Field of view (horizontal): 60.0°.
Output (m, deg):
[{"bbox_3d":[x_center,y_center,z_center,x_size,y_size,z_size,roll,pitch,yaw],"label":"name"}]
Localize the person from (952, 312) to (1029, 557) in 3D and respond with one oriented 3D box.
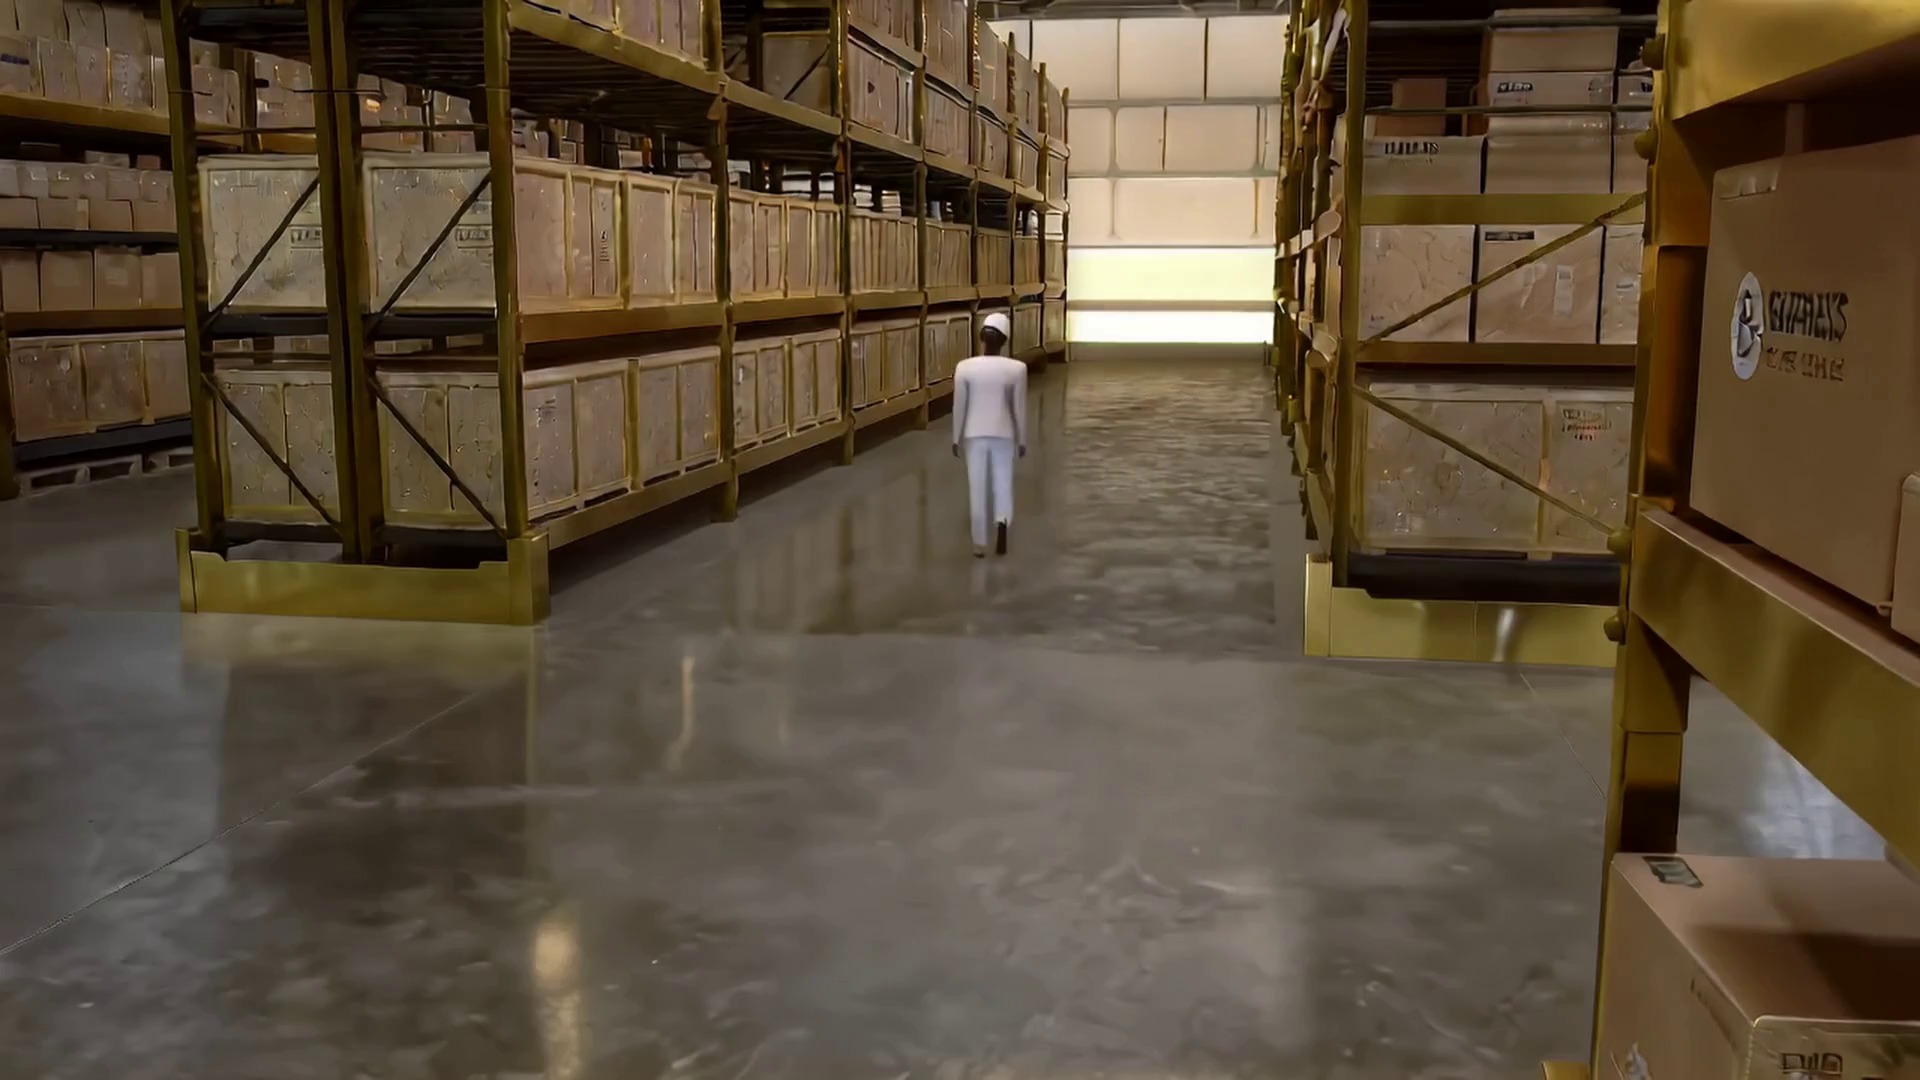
[{"bbox_3d":[0.211,-0.717,11.666,0.539,1.747,0.533,0,9,-1],"label":"person"}]
